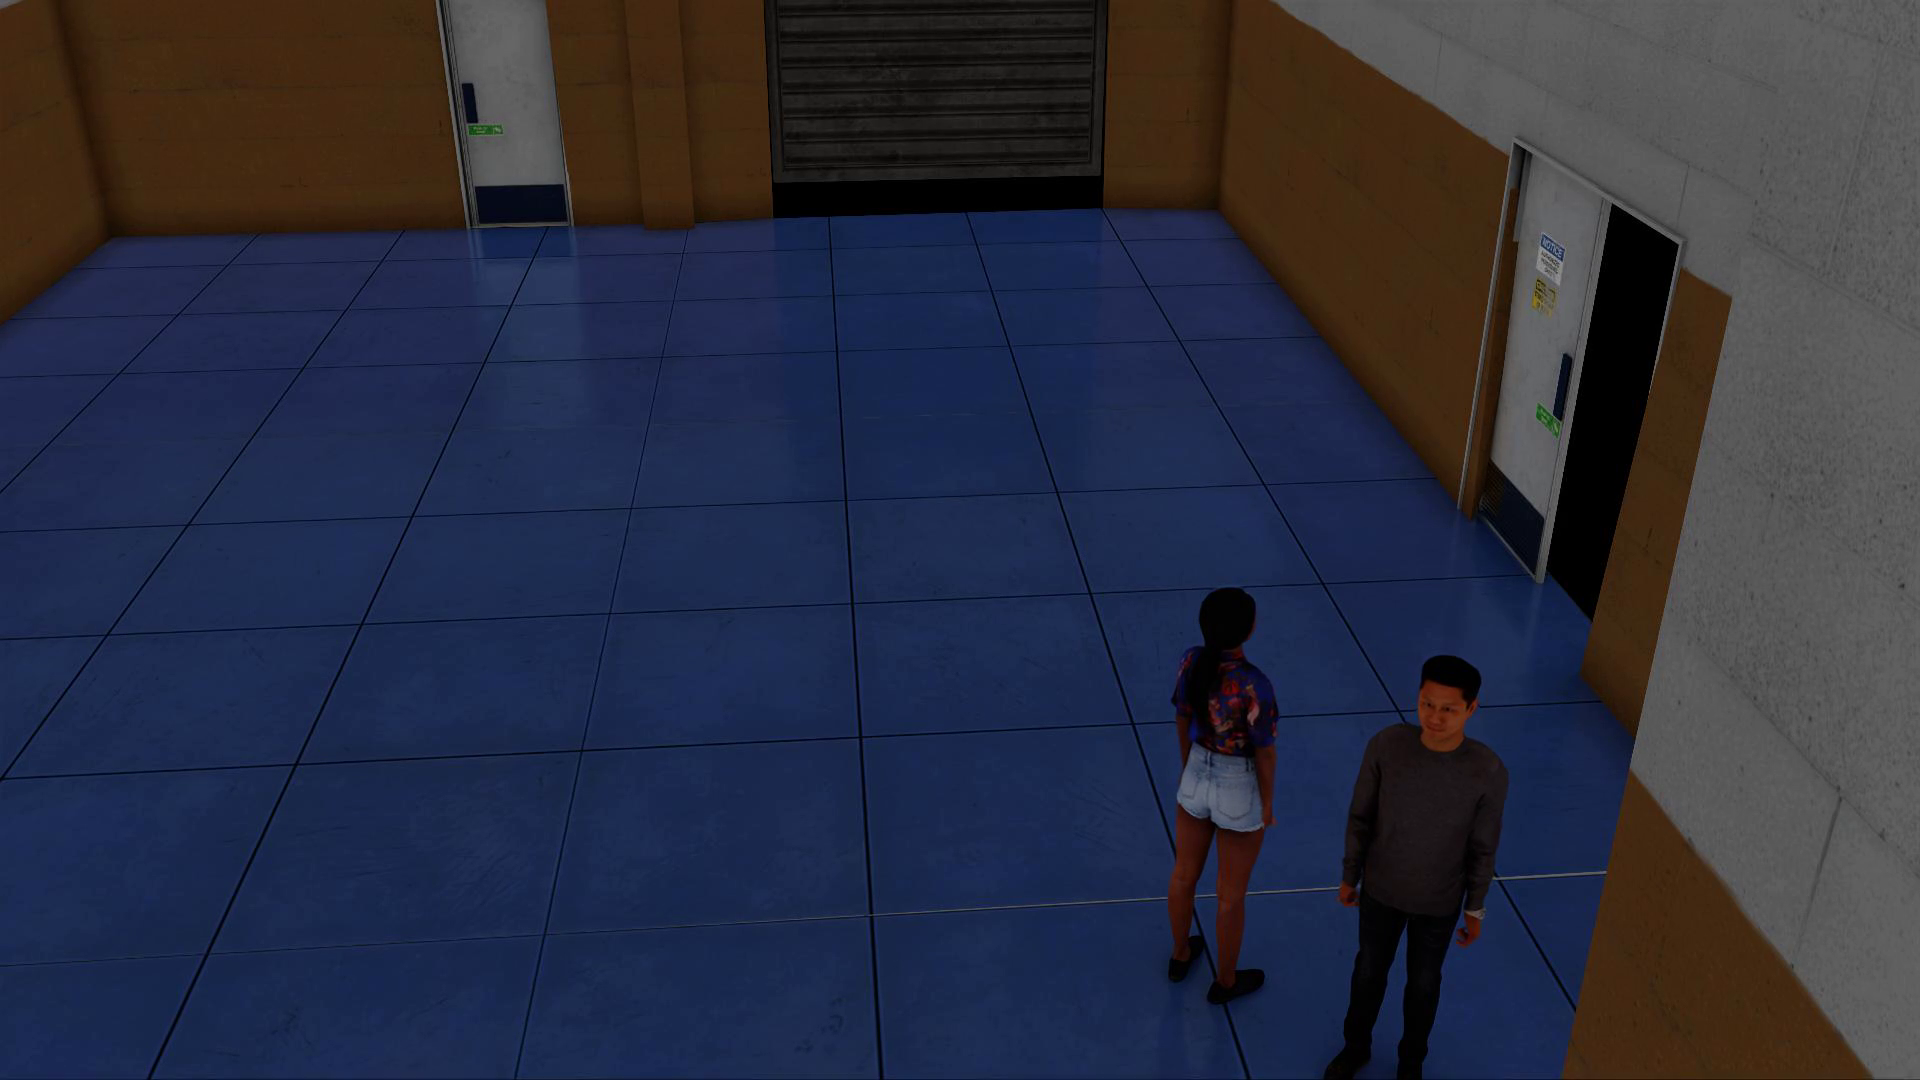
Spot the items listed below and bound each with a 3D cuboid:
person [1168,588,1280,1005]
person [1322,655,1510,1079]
[{"bbox_3d":[0.959,0.940,6.145,0.663,1.741,0.711,23,35,38],"label":"person"},{"bbox_3d":[1.551,1.171,5.660,0.653,1.768,0.777,-9,28,-17],"label":"person"}]
